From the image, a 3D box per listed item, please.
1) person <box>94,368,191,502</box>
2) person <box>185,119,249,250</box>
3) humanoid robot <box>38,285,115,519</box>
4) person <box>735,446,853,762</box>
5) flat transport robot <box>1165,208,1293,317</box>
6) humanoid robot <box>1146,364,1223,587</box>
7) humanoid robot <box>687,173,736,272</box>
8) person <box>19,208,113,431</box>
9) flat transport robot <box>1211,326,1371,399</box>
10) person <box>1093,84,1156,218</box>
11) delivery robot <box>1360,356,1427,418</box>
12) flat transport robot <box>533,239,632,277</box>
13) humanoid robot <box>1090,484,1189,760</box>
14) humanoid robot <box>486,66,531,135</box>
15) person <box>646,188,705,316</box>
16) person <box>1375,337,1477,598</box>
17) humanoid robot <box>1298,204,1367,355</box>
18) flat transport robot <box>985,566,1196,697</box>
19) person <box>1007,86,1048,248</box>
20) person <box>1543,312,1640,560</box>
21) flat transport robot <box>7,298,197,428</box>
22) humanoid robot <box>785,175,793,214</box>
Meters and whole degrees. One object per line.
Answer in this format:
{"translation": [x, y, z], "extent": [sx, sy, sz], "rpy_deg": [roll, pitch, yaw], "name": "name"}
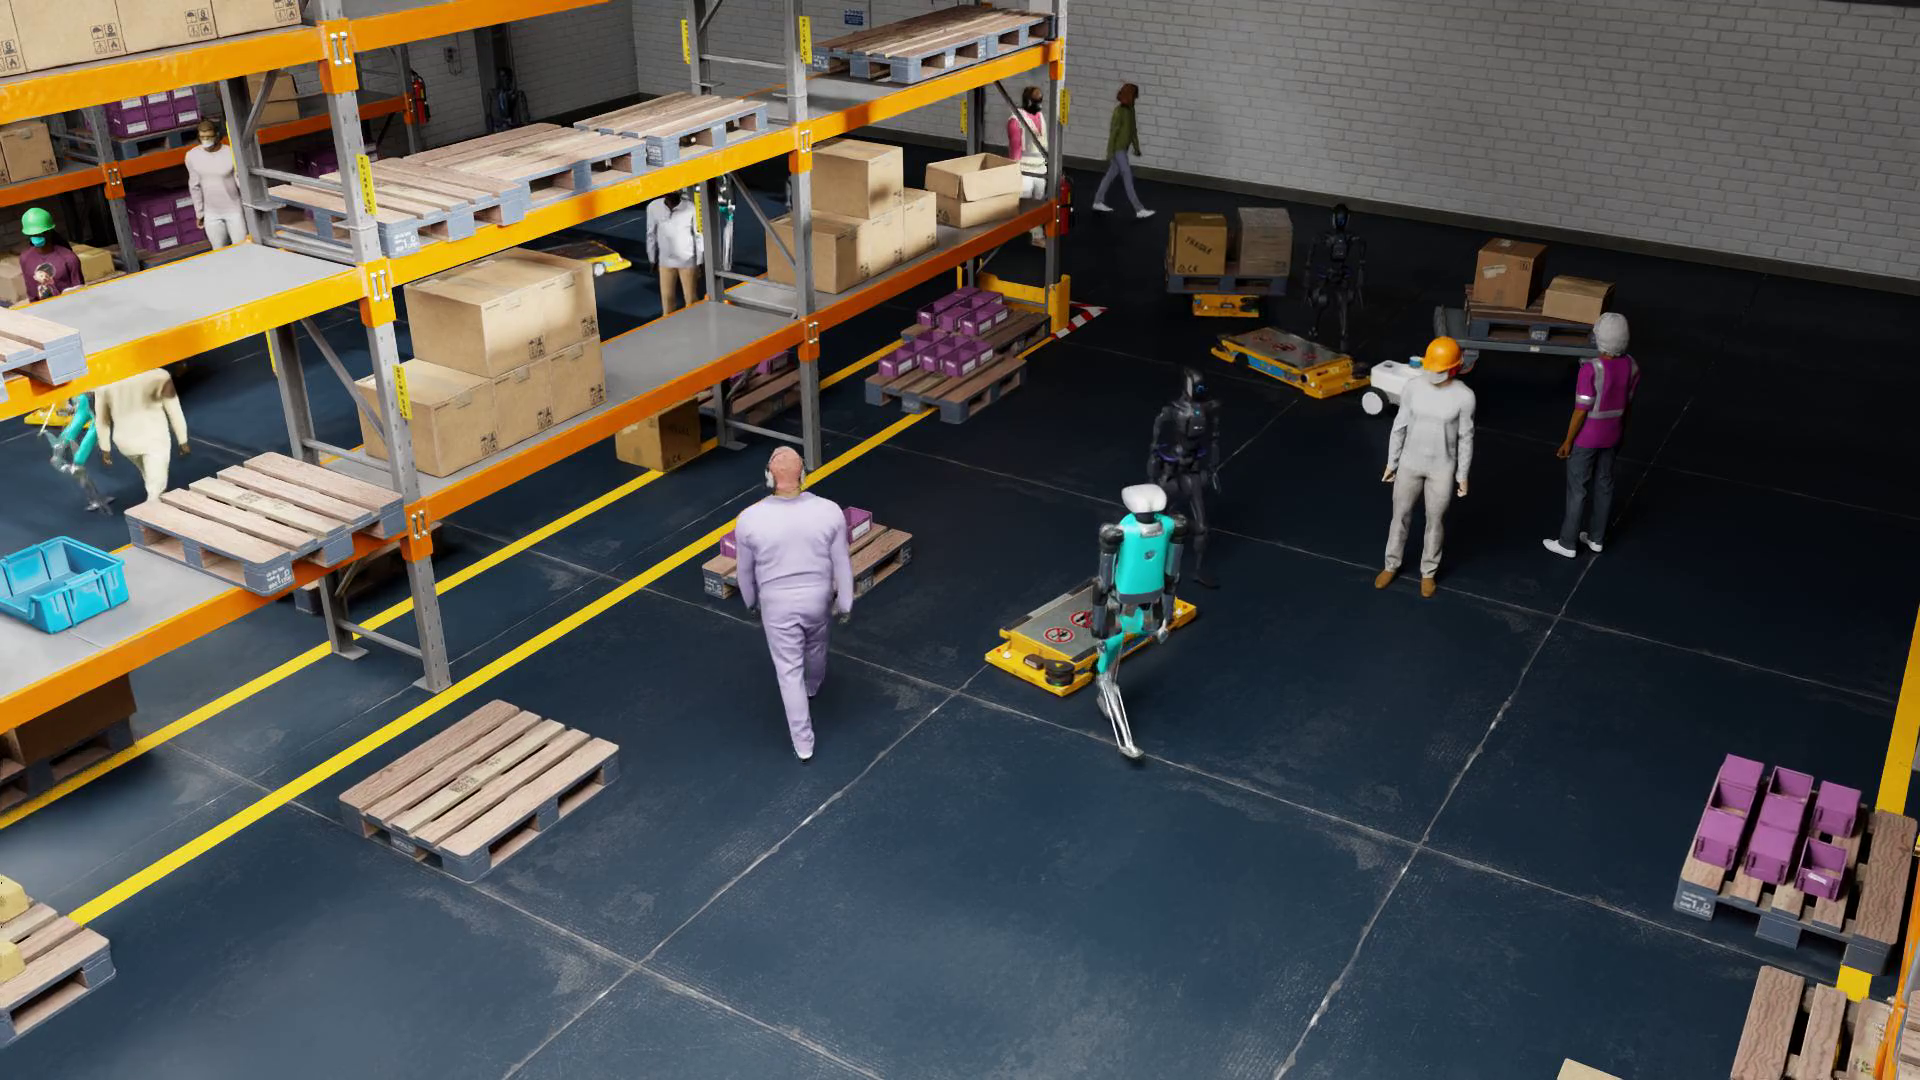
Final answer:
{"translation": [-5.920, -0.714, 12.019], "extent": [0.593, 1.705, 0.869], "rpy_deg": [0, 27, 0], "name": "person"}
{"translation": [-7.464, -3.321, 16.915], "extent": [0.633, 1.932, 0.370], "rpy_deg": [1, 27, 3], "name": "person"}
{"translation": [-6.674, -0.972, 12.544], "extent": [0.533, 1.812, 0.744], "rpy_deg": [18, 32, 32], "name": "humanoid robot"}
{"translation": [-0.986, 0.312, 9.828], "extent": [0.659, 1.857, 0.968], "rpy_deg": [-7, 28, -13], "name": "person"}
{"translation": [2.753, -2.640, 17.400], "extent": [0.659, 0.231, 1.431], "rpy_deg": [2, 27, 4], "name": "flat transport robot"}
{"translation": [1.542, -0.461, 11.557], "extent": [0.610, 1.634, 0.530], "rpy_deg": [-11, 29, -21], "name": "humanoid robot"}
{"translation": [-2.624, -3.646, 17.849], "extent": [0.544, 1.866, 0.766], "rpy_deg": [2, 27, 4], "name": "humanoid robot"}
{"translation": [-7.547, -1.857, 14.017], "extent": [0.484, 1.944, 0.431], "rpy_deg": [0, 27, -1], "name": "person"}
{"translation": [3.072, -1.671, 15.490], "extent": [0.659, 0.231, 1.431], "rpy_deg": [-18, 32, -31], "name": "flat transport robot"}
{"translation": [1.983, -4.676, 19.958], "extent": [0.879, 1.578, 0.503], "rpy_deg": [12, 29, 22], "name": "person"}
{"translation": [3.901, -1.301, 14.467], "extent": [0.790, 0.613, 0.499], "rpy_deg": [24, 35, 39], "name": "delivery robot"}
{"translation": [-4.367, -2.988, 18.086], "extent": [1.431, 0.231, 0.659], "rpy_deg": [-20, 33, -34], "name": "flat transport robot"}
{"translation": [0.952, 0.408, 9.761], "extent": [0.530, 1.742, 0.963], "rpy_deg": [-9, 28, -17], "name": "humanoid robot"}
{"translation": [-5.592, -4.980, 20.467], "extent": [0.592, 1.642, 0.613], "rpy_deg": [5, 27, 10], "name": "humanoid robot"}
{"translation": [-2.696, -2.670, 15.818], "extent": [0.595, 1.745, 0.350], "rpy_deg": [4, 27, 8], "name": "person"}
{"translation": [3.211, -0.502, 11.402], "extent": [0.571, 1.888, 0.386], "rpy_deg": [13, 29, 23], "name": "person"}
{"translation": [3.422, -2.309, 15.244], "extent": [0.612, 1.619, 0.710], "rpy_deg": [0, 27, 0], "name": "humanoid robot"}
{"translation": [0.886, 0.587, 11.041], "extent": [0.659, 0.231, 1.431], "rpy_deg": [23, 35, 38], "name": "flat transport robot"}
{"translation": [0.748, -4.220, 18.796], "extent": [0.647, 1.819, 0.631], "rpy_deg": [22, 34, 36], "name": "person"}
{"translation": [4.546, -0.743, 11.919], "extent": [0.525, 1.844, 0.321], "rpy_deg": [-9, 28, -17], "name": "person"}
{"translation": [-7.619, -1.359, 14.876], "extent": [0.659, 0.231, 1.431], "rpy_deg": [4, 27, 8], "name": "flat transport robot"}
{"translation": [-1.478, -3.140, 16.836], "extent": [0.611, 1.644, 0.414], "rpy_deg": [2, 27, 4], "name": "humanoid robot"}
